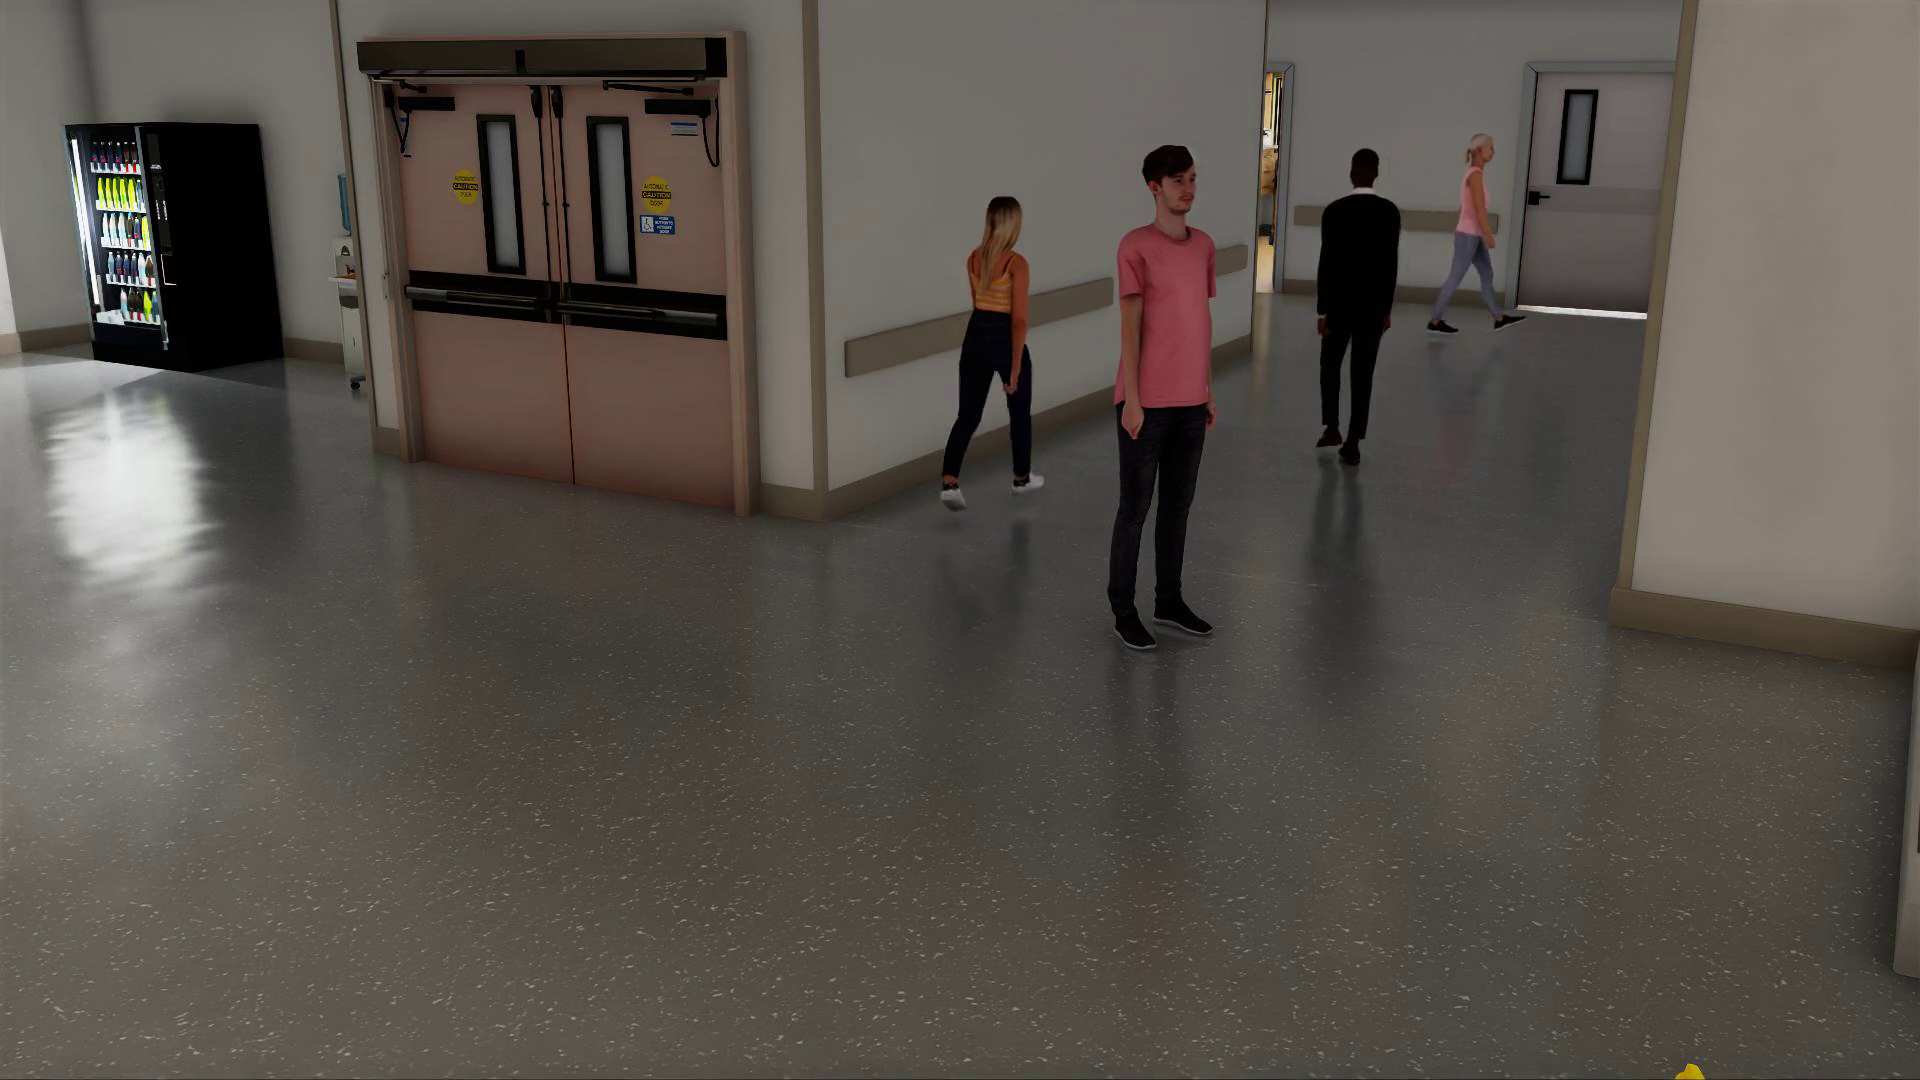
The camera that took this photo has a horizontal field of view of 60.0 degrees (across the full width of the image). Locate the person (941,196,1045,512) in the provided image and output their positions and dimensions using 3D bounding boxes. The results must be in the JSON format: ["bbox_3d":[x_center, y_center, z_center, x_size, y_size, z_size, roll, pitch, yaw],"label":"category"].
[{"bbox_3d":[0.123,-0.907,8.489,1.112,1.588,0.714,11,19,34],"label":"person"}]

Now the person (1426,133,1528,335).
[{"bbox_3d":[4.266,-2.576,14.223,1.095,1.688,0.716,5,16,17],"label":"person"}]

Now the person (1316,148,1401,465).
[{"bbox_3d":[2.313,-1.329,9.606,0.724,1.795,0.811,1,16,4],"label":"person"}]

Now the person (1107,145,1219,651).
[{"bbox_3d":[0.800,-0.567,6.600,0.697,1.958,0.688,-11,19,-34],"label":"person"}]
